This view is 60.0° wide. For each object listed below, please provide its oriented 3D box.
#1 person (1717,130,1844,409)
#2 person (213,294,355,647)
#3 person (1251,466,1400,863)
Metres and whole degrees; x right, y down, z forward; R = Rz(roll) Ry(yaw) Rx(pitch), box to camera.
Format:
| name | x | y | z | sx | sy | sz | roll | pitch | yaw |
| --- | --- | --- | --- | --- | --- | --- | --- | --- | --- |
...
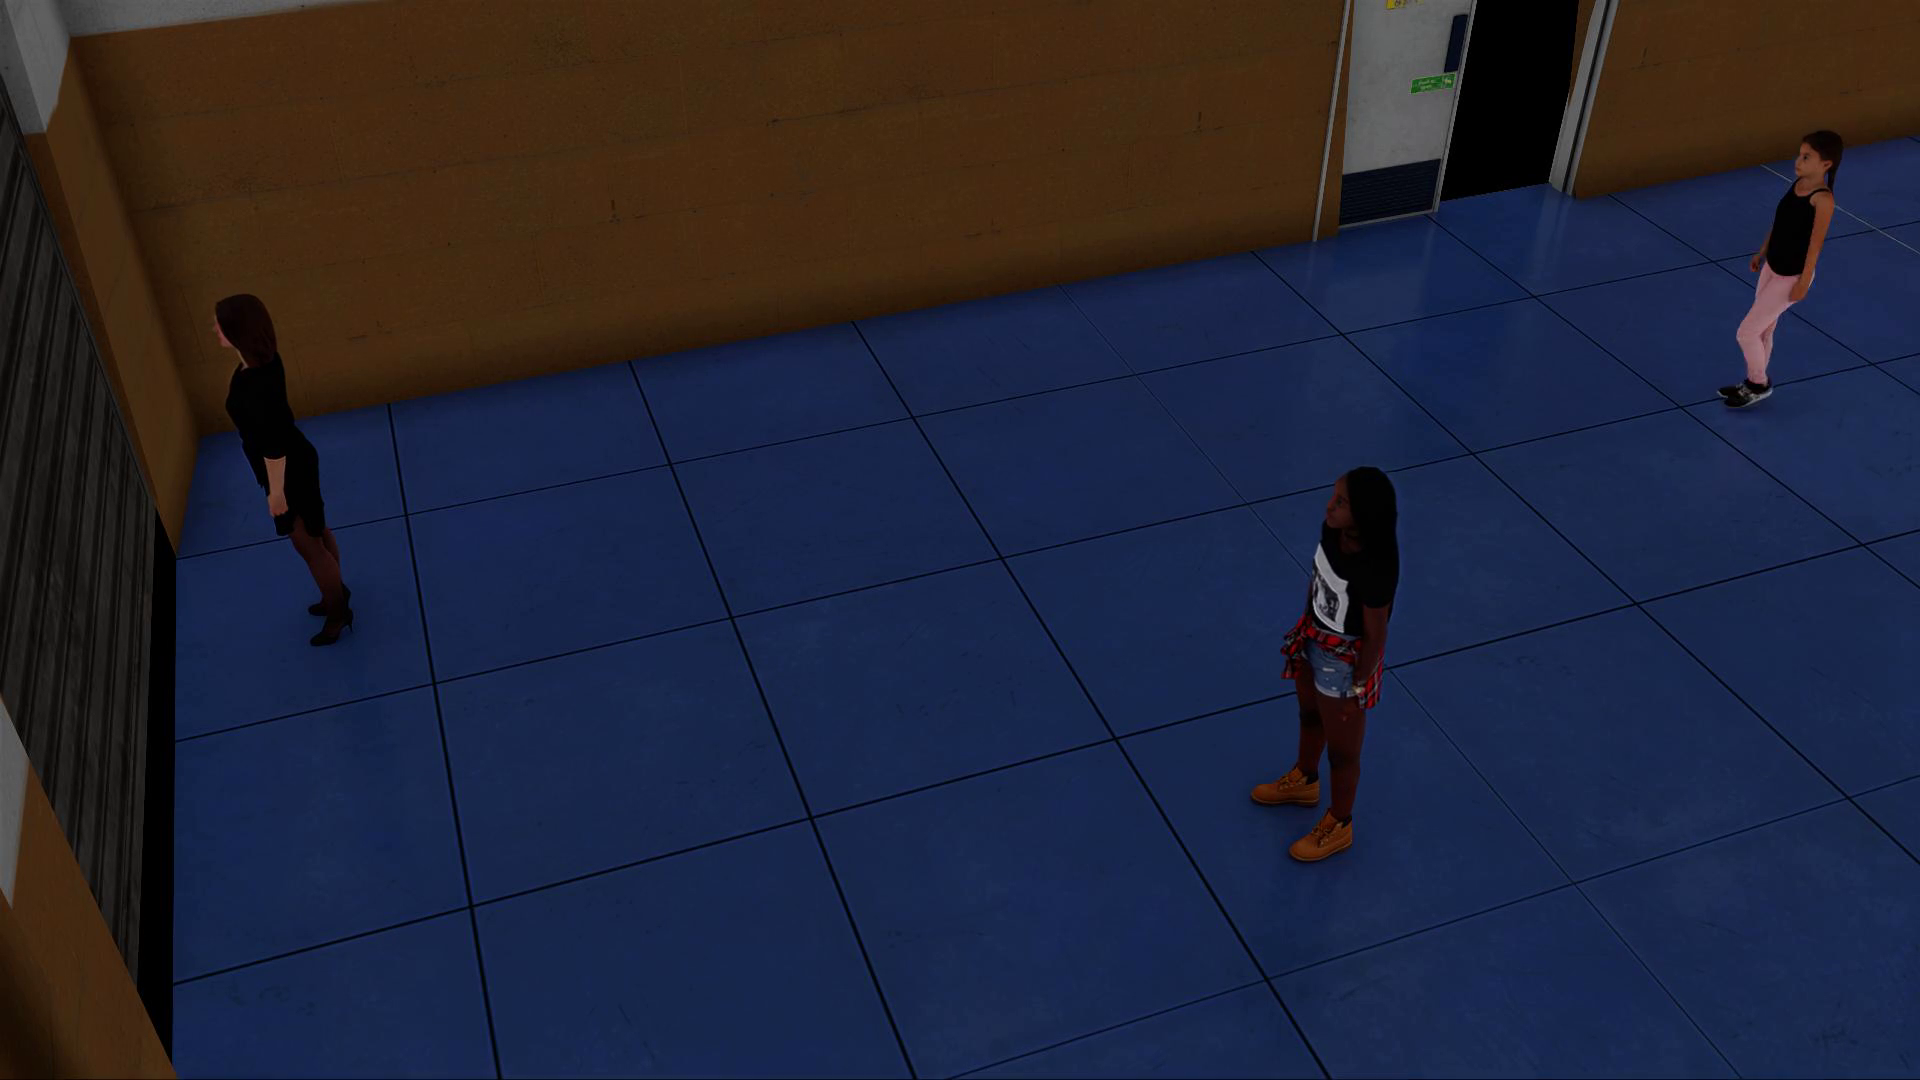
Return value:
| name | x | y | z | sx | sy | sz | roll | pitch | yaw |
| --- | --- | --- | --- | --- | --- | --- | --- | --- | --- |
| person | 4.380 | -1.392 | 8.710 | 0.690 | 1.553 | 0.593 | 0 | 37 | 0 |
| person | -2.864 | -0.289 | 7.098 | 0.651 | 1.707 | 0.437 | -10 | 38 | -14 |
| person | 1.383 | 0.453 | 6.106 | 0.676 | 1.727 | 0.544 | -10 | 38 | -13 |
